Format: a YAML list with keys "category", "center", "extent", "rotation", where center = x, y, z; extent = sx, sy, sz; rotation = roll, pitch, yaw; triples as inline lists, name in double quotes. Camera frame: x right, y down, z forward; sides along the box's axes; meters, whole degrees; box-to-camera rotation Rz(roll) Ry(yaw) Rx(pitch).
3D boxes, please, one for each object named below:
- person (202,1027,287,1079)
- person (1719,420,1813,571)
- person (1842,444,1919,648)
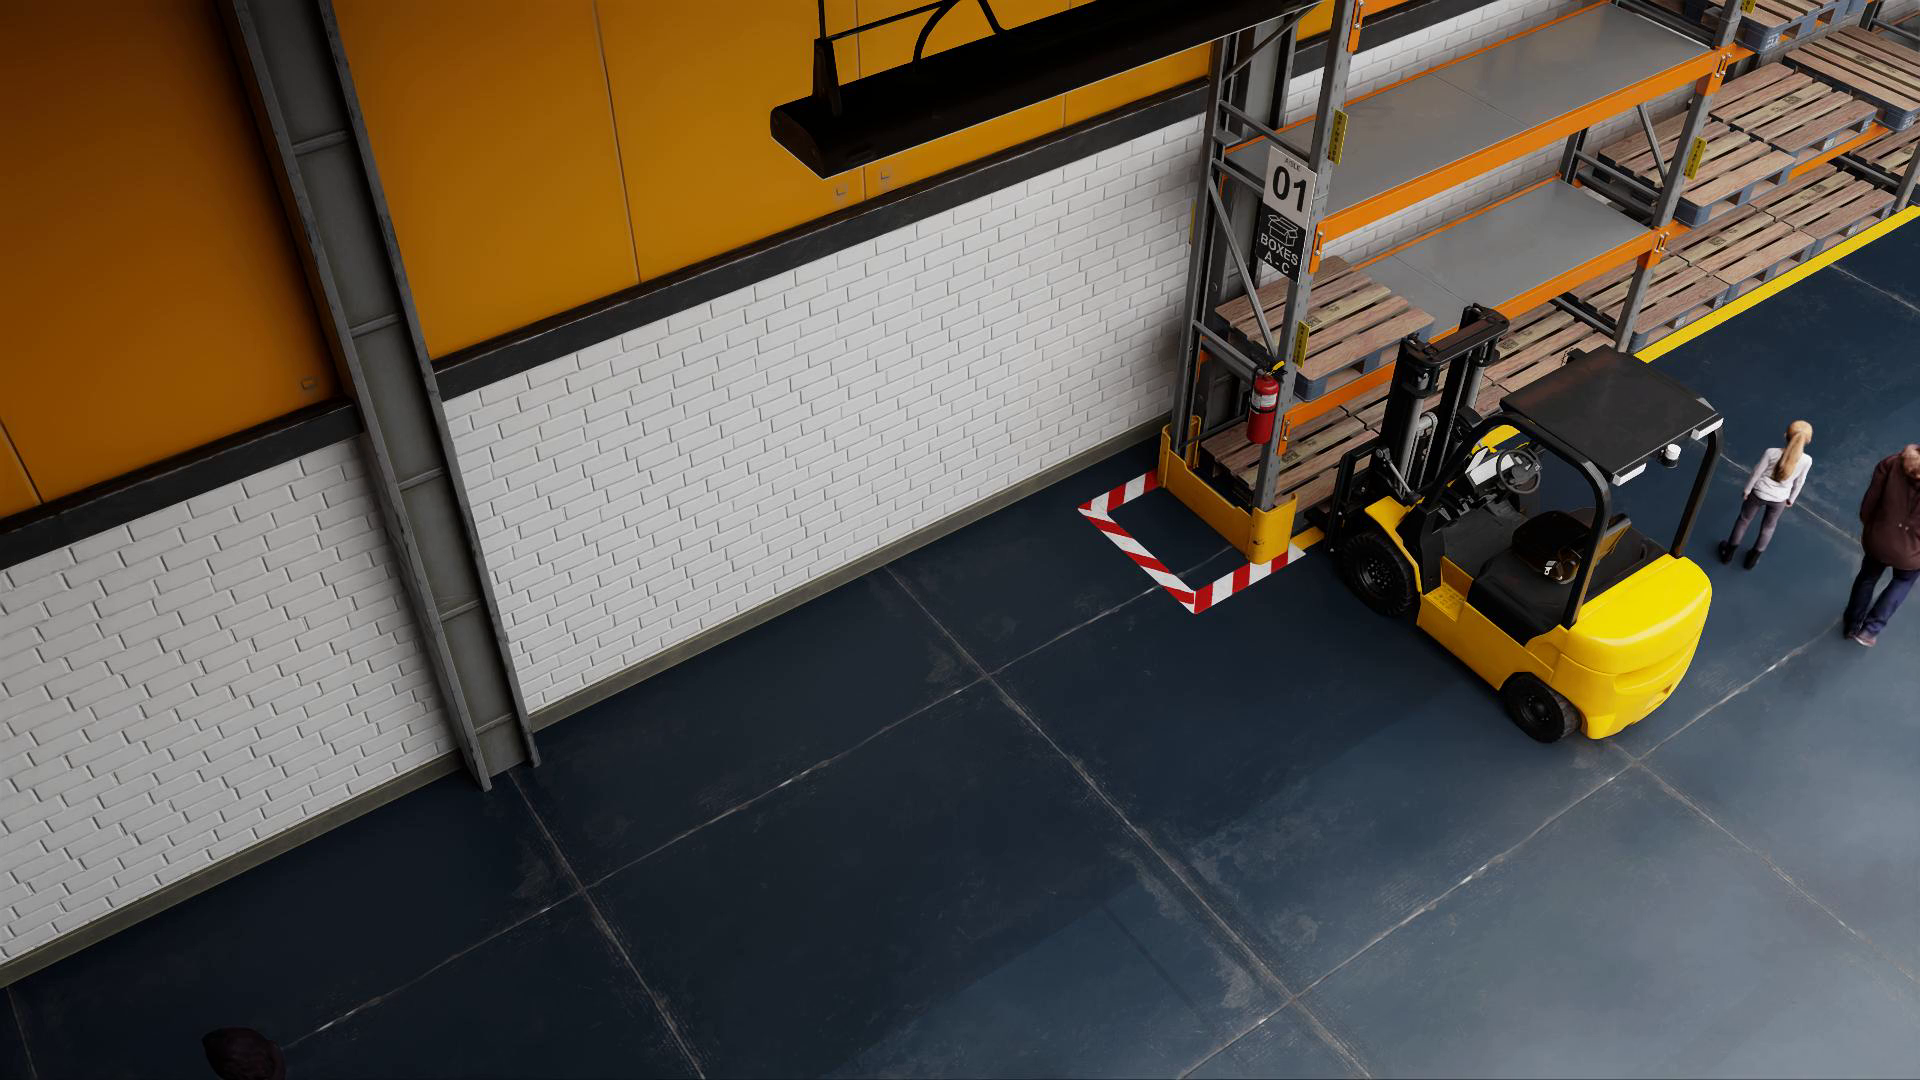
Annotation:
- category: "person"
  center: [-3.137, 2.862, 7.926]
  extent: [0.974, 1.779, 0.947]
  rotation: [11, 45, 12]
- category: "person"
  center: [5.657, -0.309, 11.620]
  extent: [0.587, 1.277, 0.637]
  rotation: [13, 45, 13]
- category: "person"
  center: [6.117, 0.022, 10.870]
  extent: [0.842, 1.831, 0.805]
  rotation: [31, 52, 29]
